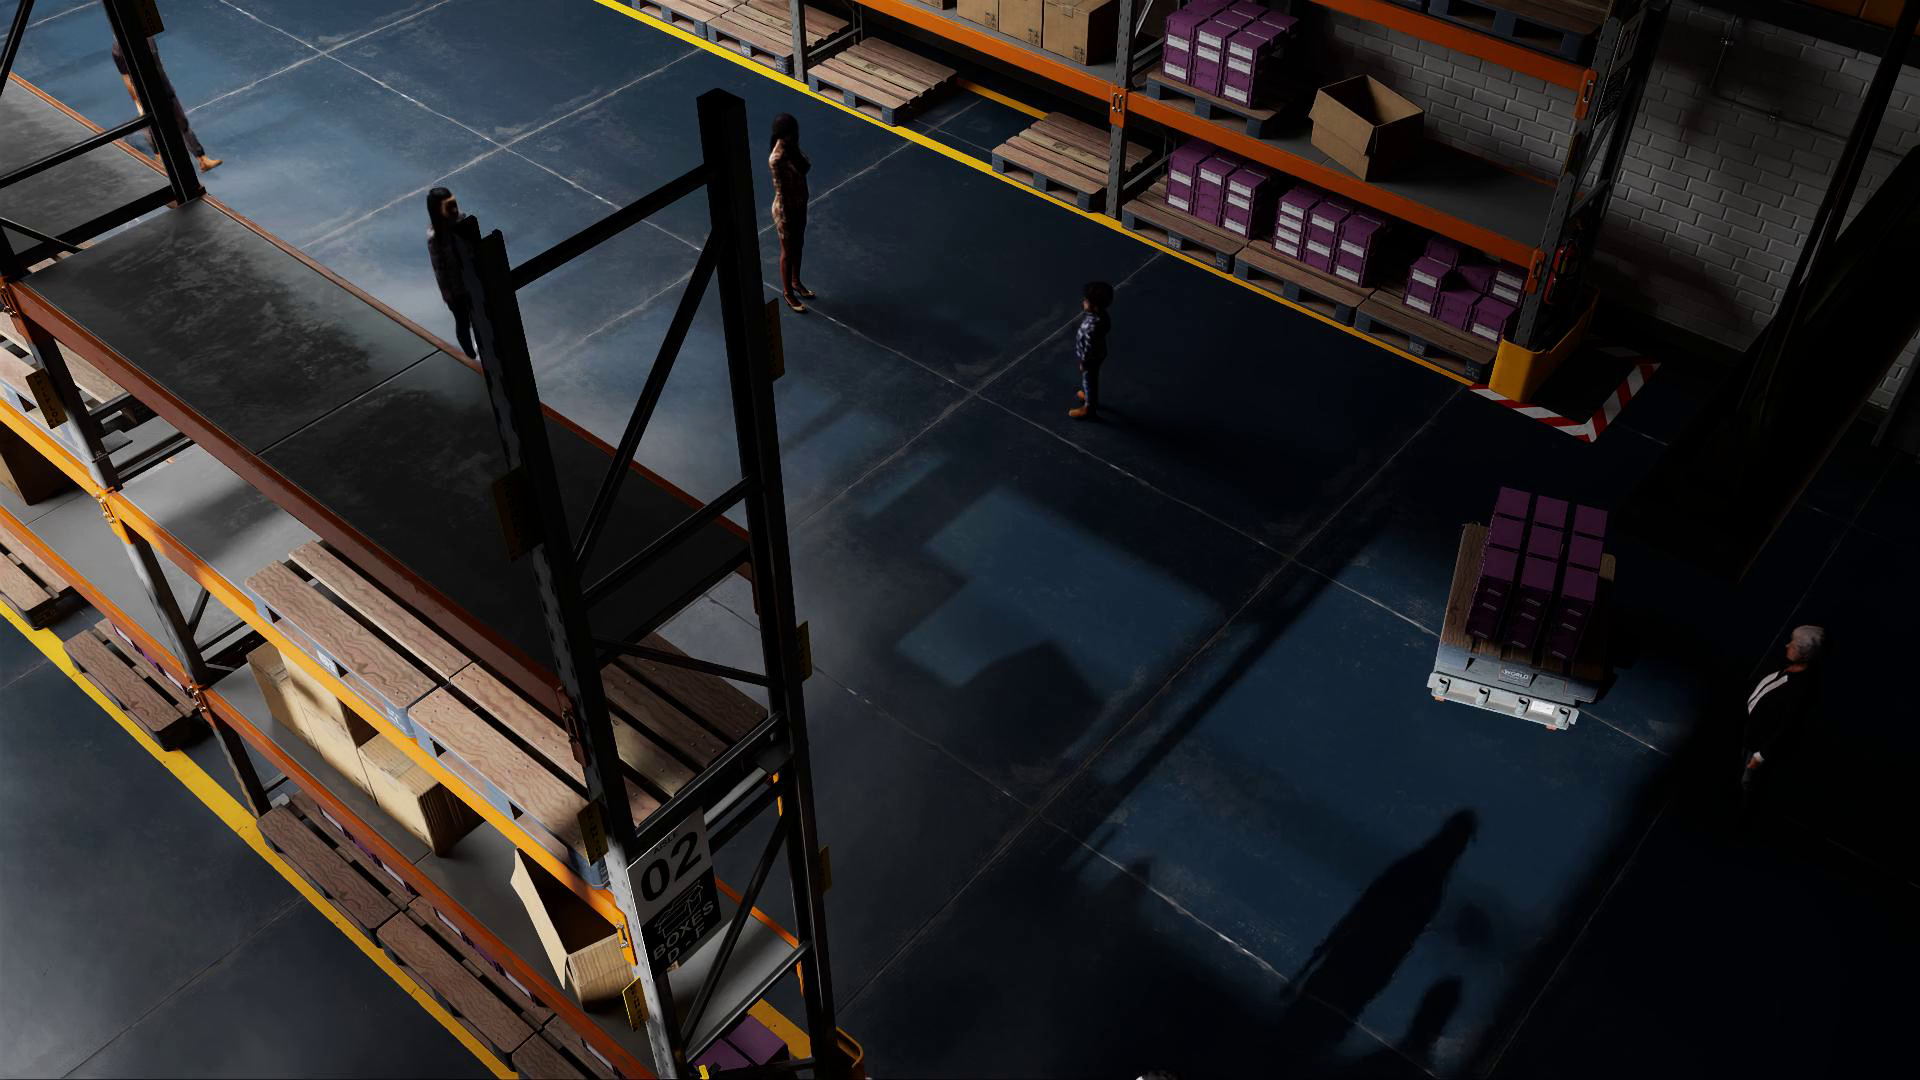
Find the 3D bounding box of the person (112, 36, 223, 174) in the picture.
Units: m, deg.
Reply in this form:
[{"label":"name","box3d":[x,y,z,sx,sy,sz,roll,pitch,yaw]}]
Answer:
[{"label":"person","box3d":[-7.553,-4.174,15.426,1.059,1.682,0.761,21,48,21]}]

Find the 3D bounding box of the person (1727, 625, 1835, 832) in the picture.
[{"label":"person","box3d":[4.839,1.185,9.989,0.712,1.784,0.813,14,45,14]}]

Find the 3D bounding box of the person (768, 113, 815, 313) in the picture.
[{"label":"person","box3d":[-1.411,-2.727,13.827,0.661,1.795,0.657,14,45,14]}]

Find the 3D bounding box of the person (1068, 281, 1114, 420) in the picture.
[{"label":"person","box3d":[1.027,-1.492,12.922,0.613,1.253,0.605,15,46,15]}]

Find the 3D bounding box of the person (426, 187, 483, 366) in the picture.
[{"label":"person","box3d":[-4.014,-2.071,13.190,0.634,1.724,0.683,22,48,22]}]
